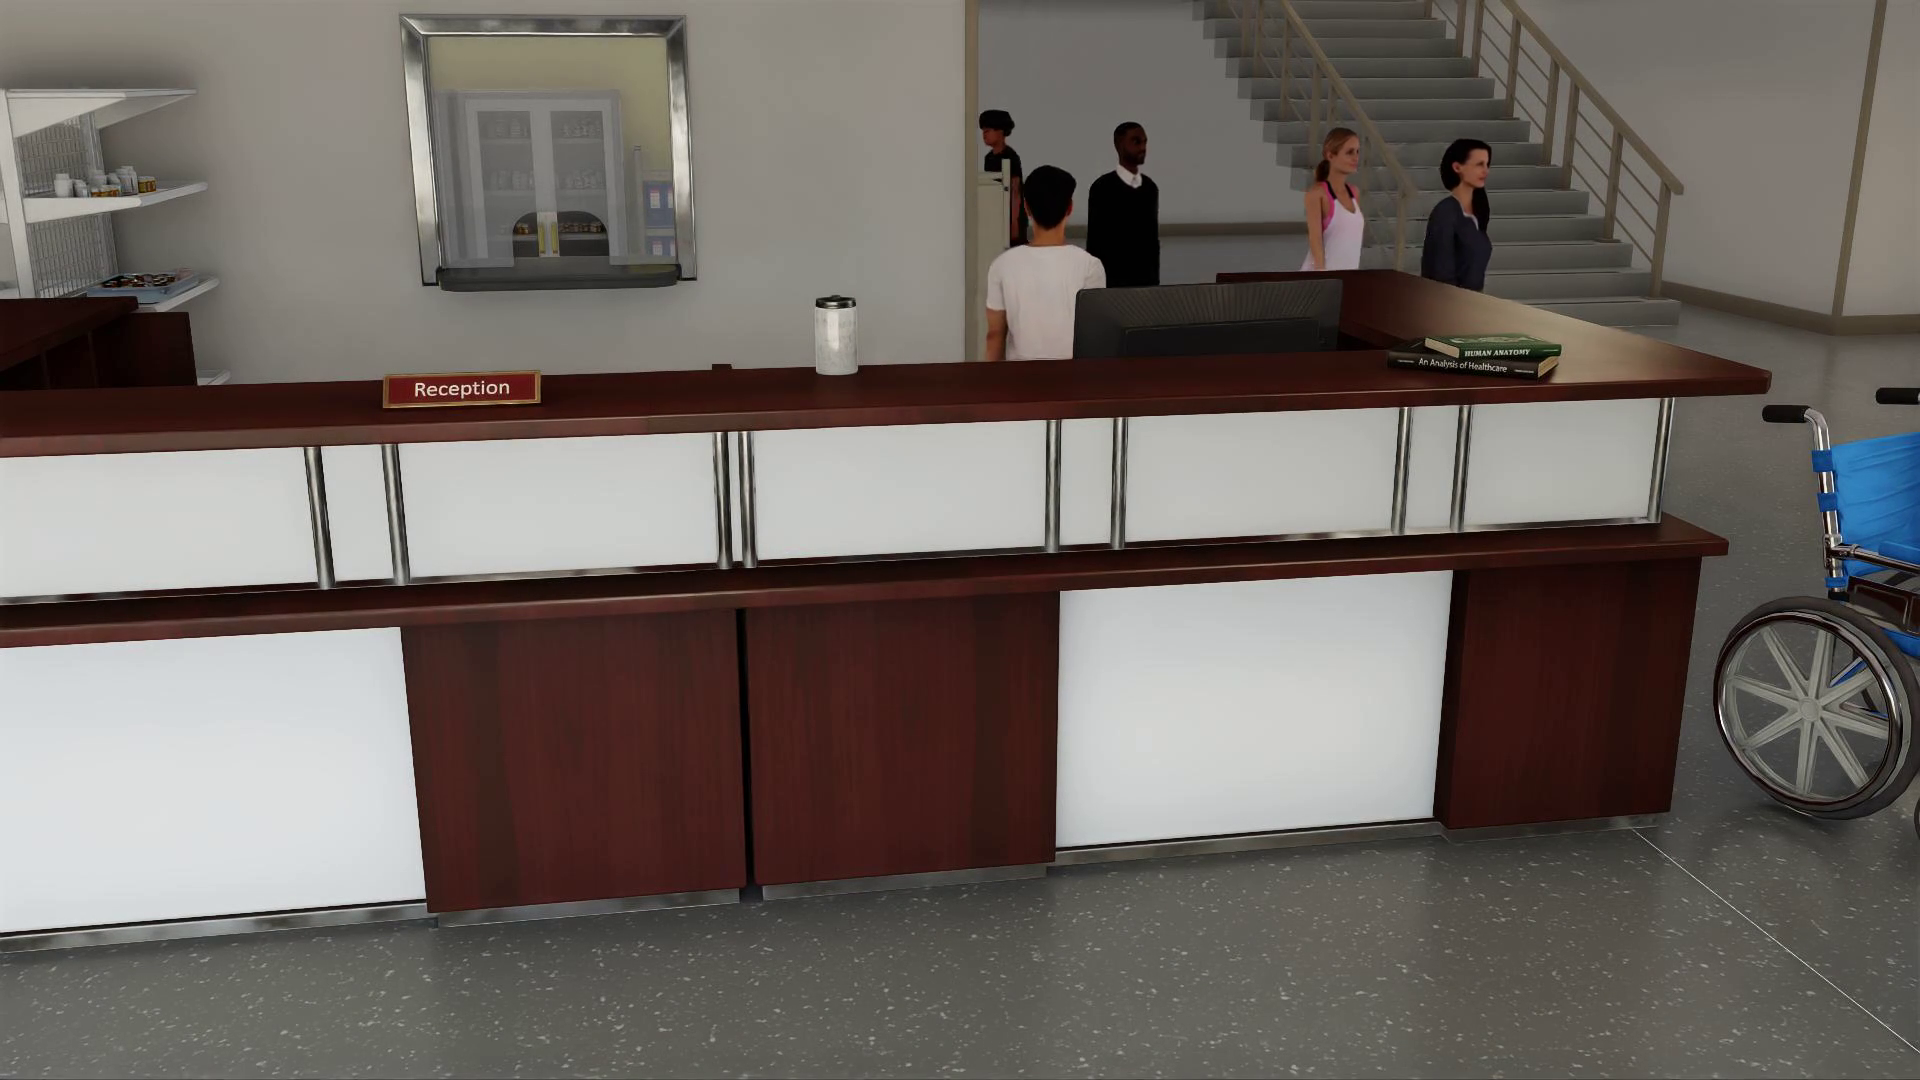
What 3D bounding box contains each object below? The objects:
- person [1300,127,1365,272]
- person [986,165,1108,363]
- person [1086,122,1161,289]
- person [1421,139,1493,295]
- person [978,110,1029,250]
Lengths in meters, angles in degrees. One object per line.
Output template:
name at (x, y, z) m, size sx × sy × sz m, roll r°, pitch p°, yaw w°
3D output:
person at (1.915, -1.319, 9.030) m, size 0.769 × 1.770 × 0.873 m, roll -10°, pitch 19°, yaw -33°
person at (0.322, -0.546, 6.342) m, size 0.757 × 1.709 × 0.762 m, roll 4°, pitch 16°, yaw 14°
person at (0.843, -1.423, 9.353) m, size 0.828 × 1.795 × 0.951 m, roll -10°, pitch 18°, yaw -31°
person at (2.319, -1.059, 8.154) m, size 1.050 × 1.744 × 0.962 m, roll 13°, pitch 20°, yaw 38°
person at (0.441, -2.656, 13.849) m, size 1.101 × 1.728 × 1.153 m, roll -12°, pitch 20°, yaw -36°
